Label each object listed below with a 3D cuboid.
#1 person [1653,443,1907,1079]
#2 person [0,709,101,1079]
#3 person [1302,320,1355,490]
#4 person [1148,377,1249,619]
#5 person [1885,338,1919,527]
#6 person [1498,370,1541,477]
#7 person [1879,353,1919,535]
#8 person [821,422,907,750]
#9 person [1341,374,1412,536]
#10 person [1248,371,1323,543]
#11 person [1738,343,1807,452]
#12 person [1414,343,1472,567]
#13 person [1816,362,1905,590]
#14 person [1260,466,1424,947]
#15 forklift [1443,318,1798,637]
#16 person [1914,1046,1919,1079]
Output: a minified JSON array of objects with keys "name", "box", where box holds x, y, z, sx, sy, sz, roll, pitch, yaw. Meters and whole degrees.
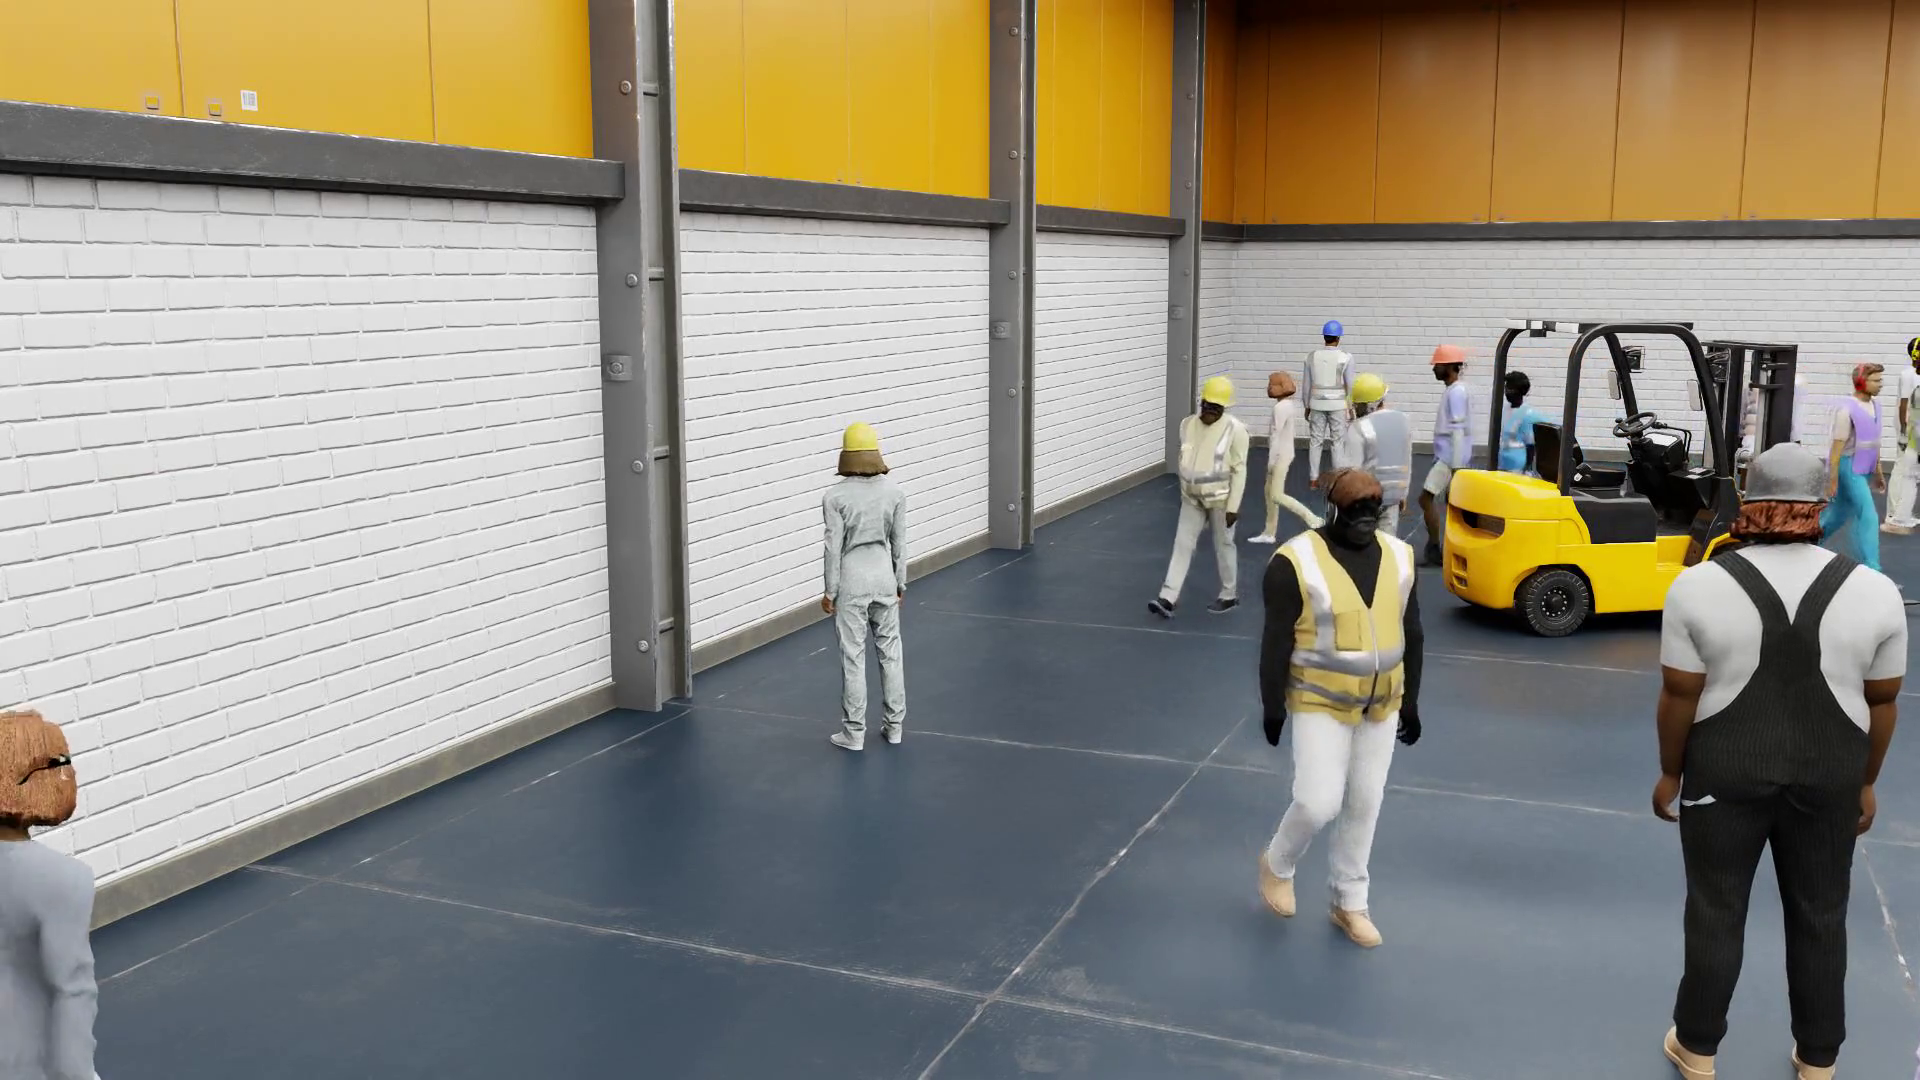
[{"name":"person","box":[2.516,0.699,5.203,0.674,2.000,0.537,3,10,16]},{"name":"person","box":[-2.059,1.160,3.758,0.519,1.598,0.803,3,10,15]},{"name":"person","box":[4.203,-1.520,18.930,0.614,1.946,0.389,5,11,30]},{"name":"person","box":[1.745,-0.292,12.031,0.628,1.766,0.919,9,13,42]},{"name":"person","box":[9.417,-1.072,16.448,0.518,1.874,0.327,-9,13,-44]},{"name":"person","box":[4.865,-0.641,14.449,0.628,1.676,0.542,-3,10,-15]},{"name":"person","box":[9.160,-0.889,15.576,0.626,1.804,0.926,-4,10,-22]},{"name":"person","box":[-0.517,0.244,8.870,0.492,1.741,0.318,-5,11,-29]},{"name":"person","box":[2.979,-0.291,11.977,0.638,1.795,0.412,-5,10,-26]},{"name":"person","box":[2.989,-0.737,15.204,0.627,1.610,0.507,3,10,17]},{"name":"person","box":[8.113,-1.072,16.692,0.636,1.803,0.961,5,11,29]},{"name":"person","box":[4.057,-0.708,14.097,0.651,1.914,0.574,3,10,16]},{"name":"person","box":[7.161,-0.534,13.425,0.568,1.809,0.918,-9,13,-44]},{"name":"person","box":[1.454,0.624,6.310,0.638,1.830,0.445,-3,10,-19]},{"name":"forklift","box":[4.706,-0.497,11.990,2.313,2.155,1.214,-2,10,-10]},{"name":"person","box":[1.937,1.148,2.887,0.637,1.911,0.406,1,9,4]}]
